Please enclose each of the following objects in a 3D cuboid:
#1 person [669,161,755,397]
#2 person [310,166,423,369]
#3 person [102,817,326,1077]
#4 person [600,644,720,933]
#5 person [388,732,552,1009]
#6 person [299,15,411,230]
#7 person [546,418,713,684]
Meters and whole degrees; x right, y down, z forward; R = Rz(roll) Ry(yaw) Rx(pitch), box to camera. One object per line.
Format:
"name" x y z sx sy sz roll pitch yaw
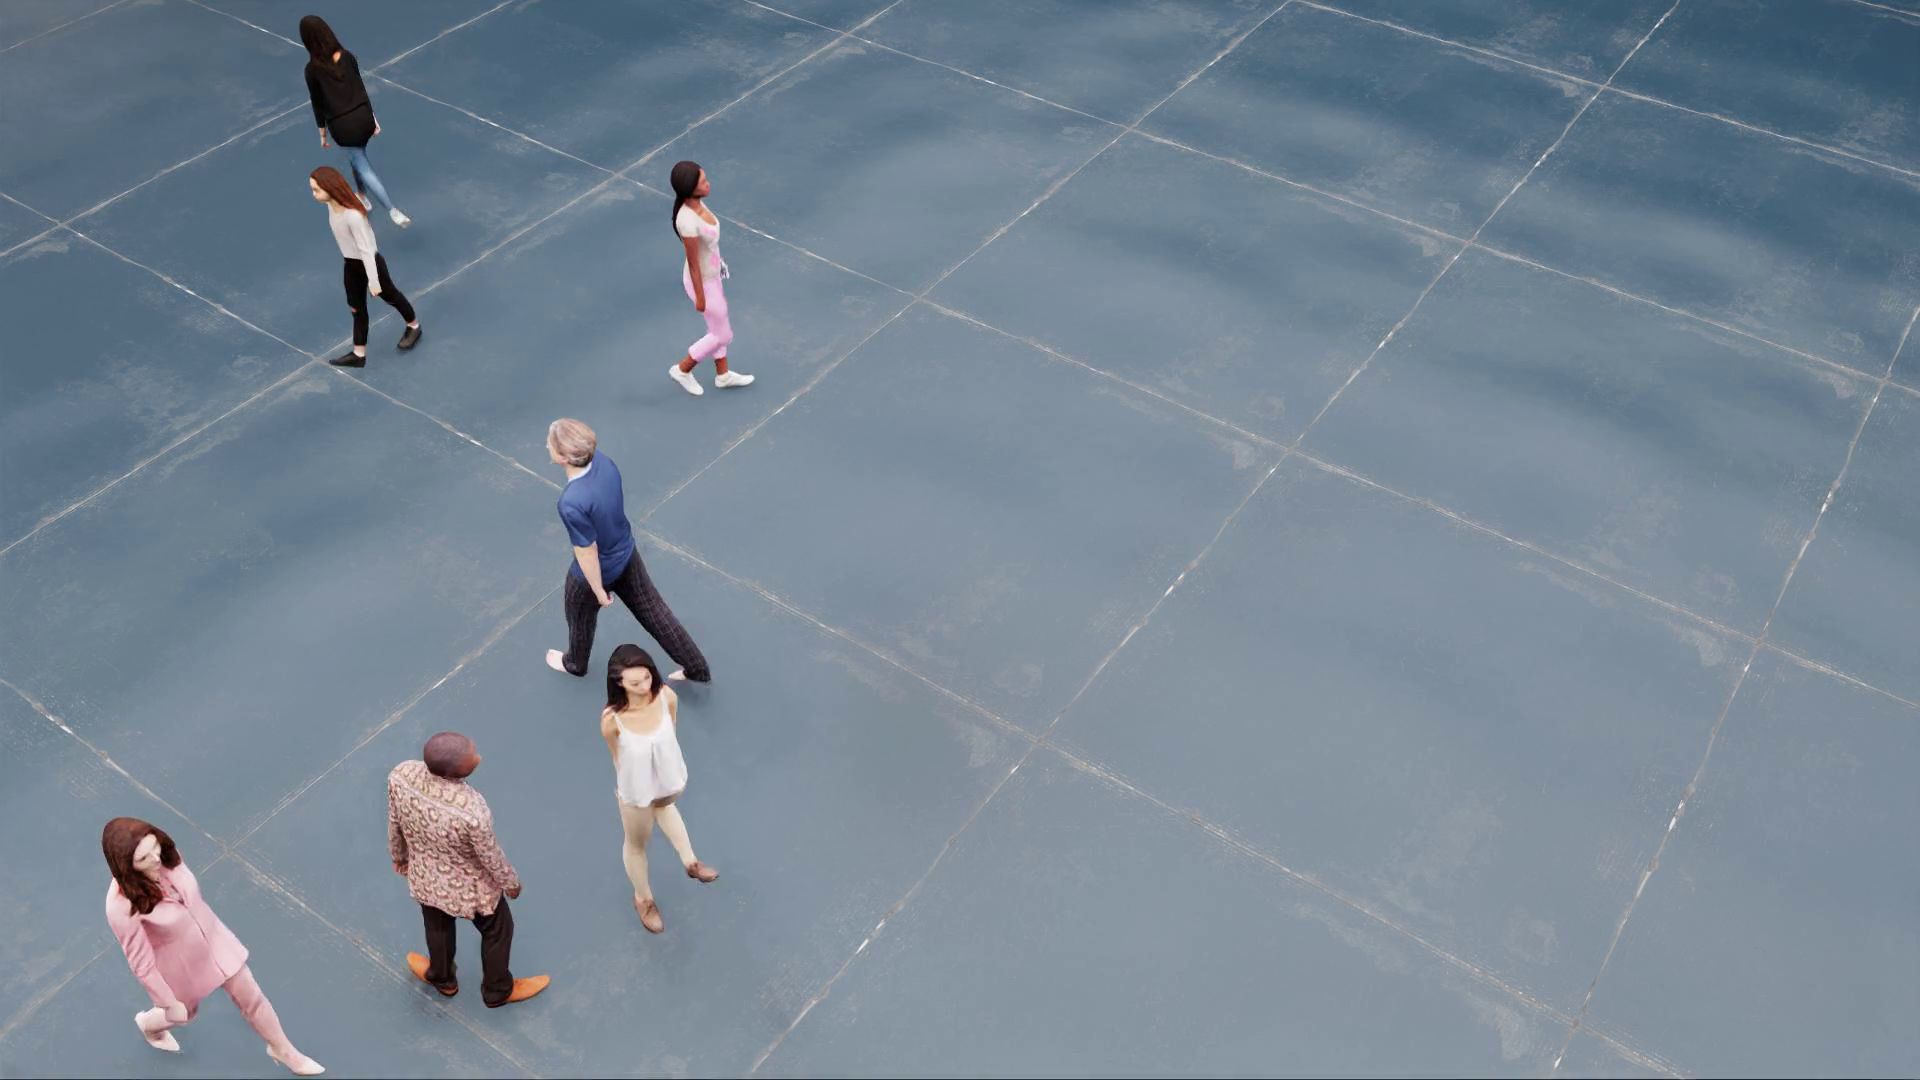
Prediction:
"person" -1.717 -1.659 10.724 0.910 1.734 0.838 -4 43 -4
"person" -3.944 -1.876 11.167 0.879 1.445 0.752 26 49 25
"person" -3.356 1.759 7.039 1.202 1.767 0.907 10 44 11
"person" -1.383 1.191 7.732 0.709 1.651 0.786 26 49 25
"person" -2.287 1.482 7.321 0.657 1.787 0.997 8 44 9
"person" -4.442 -3.025 12.290 1.106 1.592 0.666 32 52 30
"person" -1.761 0.141 8.730 1.260 1.823 0.846 15 45 15
